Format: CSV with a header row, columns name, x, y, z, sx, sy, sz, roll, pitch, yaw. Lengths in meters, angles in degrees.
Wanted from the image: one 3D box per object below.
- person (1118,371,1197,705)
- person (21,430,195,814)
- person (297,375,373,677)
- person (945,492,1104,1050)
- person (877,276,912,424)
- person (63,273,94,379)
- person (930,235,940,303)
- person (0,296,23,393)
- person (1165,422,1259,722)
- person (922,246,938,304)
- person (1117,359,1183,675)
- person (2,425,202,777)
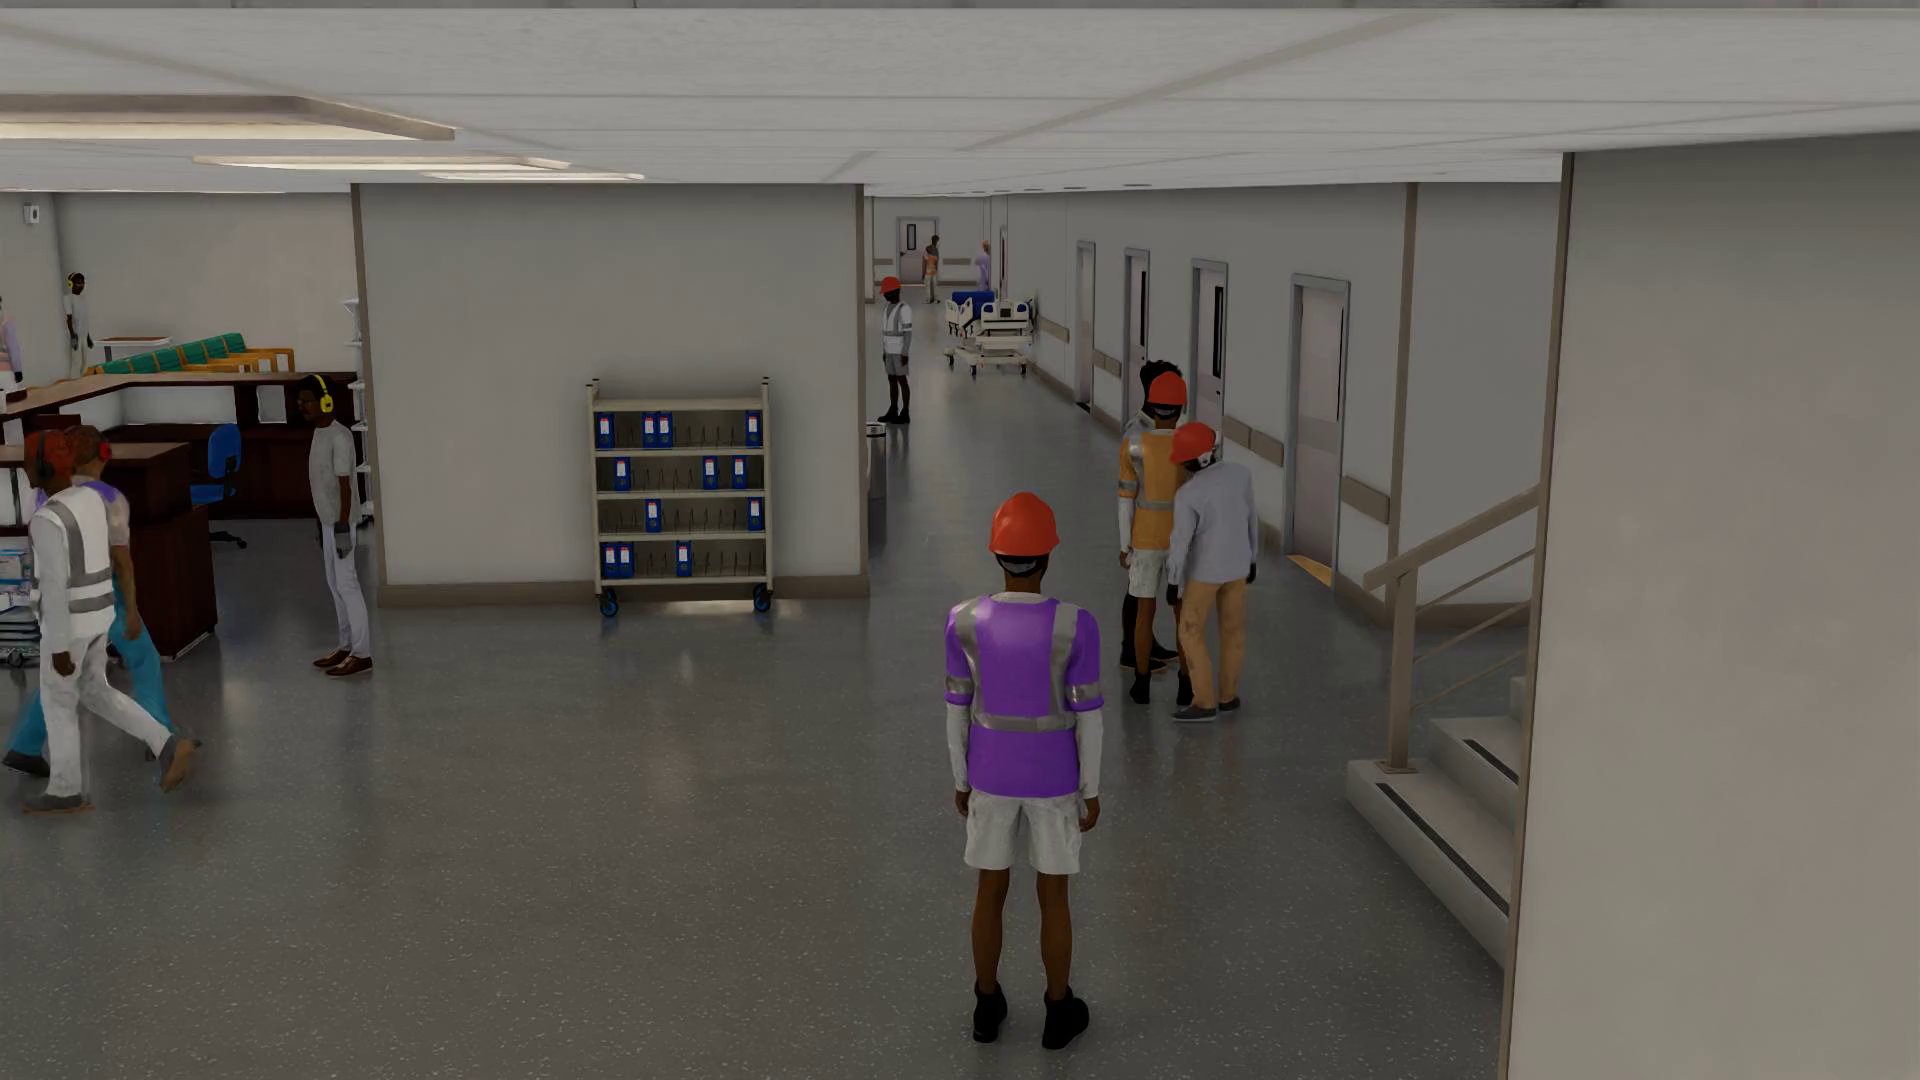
name,x,y,z,sx,sy,sz,roll,pitch,yaw
person,1.182,-0.003,9.626,0.543,1.939,0.362,2,12,8
person,-4.122,0.397,7.858,0.718,1.866,0.585,0,12,0
person,-3.864,-0.092,10.262,0.326,1.862,0.508,-8,14,-36
person,0.221,0.797,5.707,0.545,1.943,0.347,3,12,14
person,-0.861,-2.475,21.746,0.391,1.924,0.547,-8,14,-35
person,-12.806,-2.951,24.215,0.328,1.865,0.517,-1,12,-3
person,-0.749,-7.688,47.211,0.377,1.931,0.636,0,12,0
person,-11.436,-2.029,19.766,0.624,1.845,0.430,1,12,7
person,1.425,0.172,9.368,0.635,1.700,0.334,-7,14,-31
person,-0.839,-7.489,46.983,0.507,1.630,0.316,-8,14,-36
person,1.173,-0.146,10.295,0.385,1.955,0.609,4,12,19
person,-4.441,0.315,8.468,0.582,1.801,0.889,6,13,26
